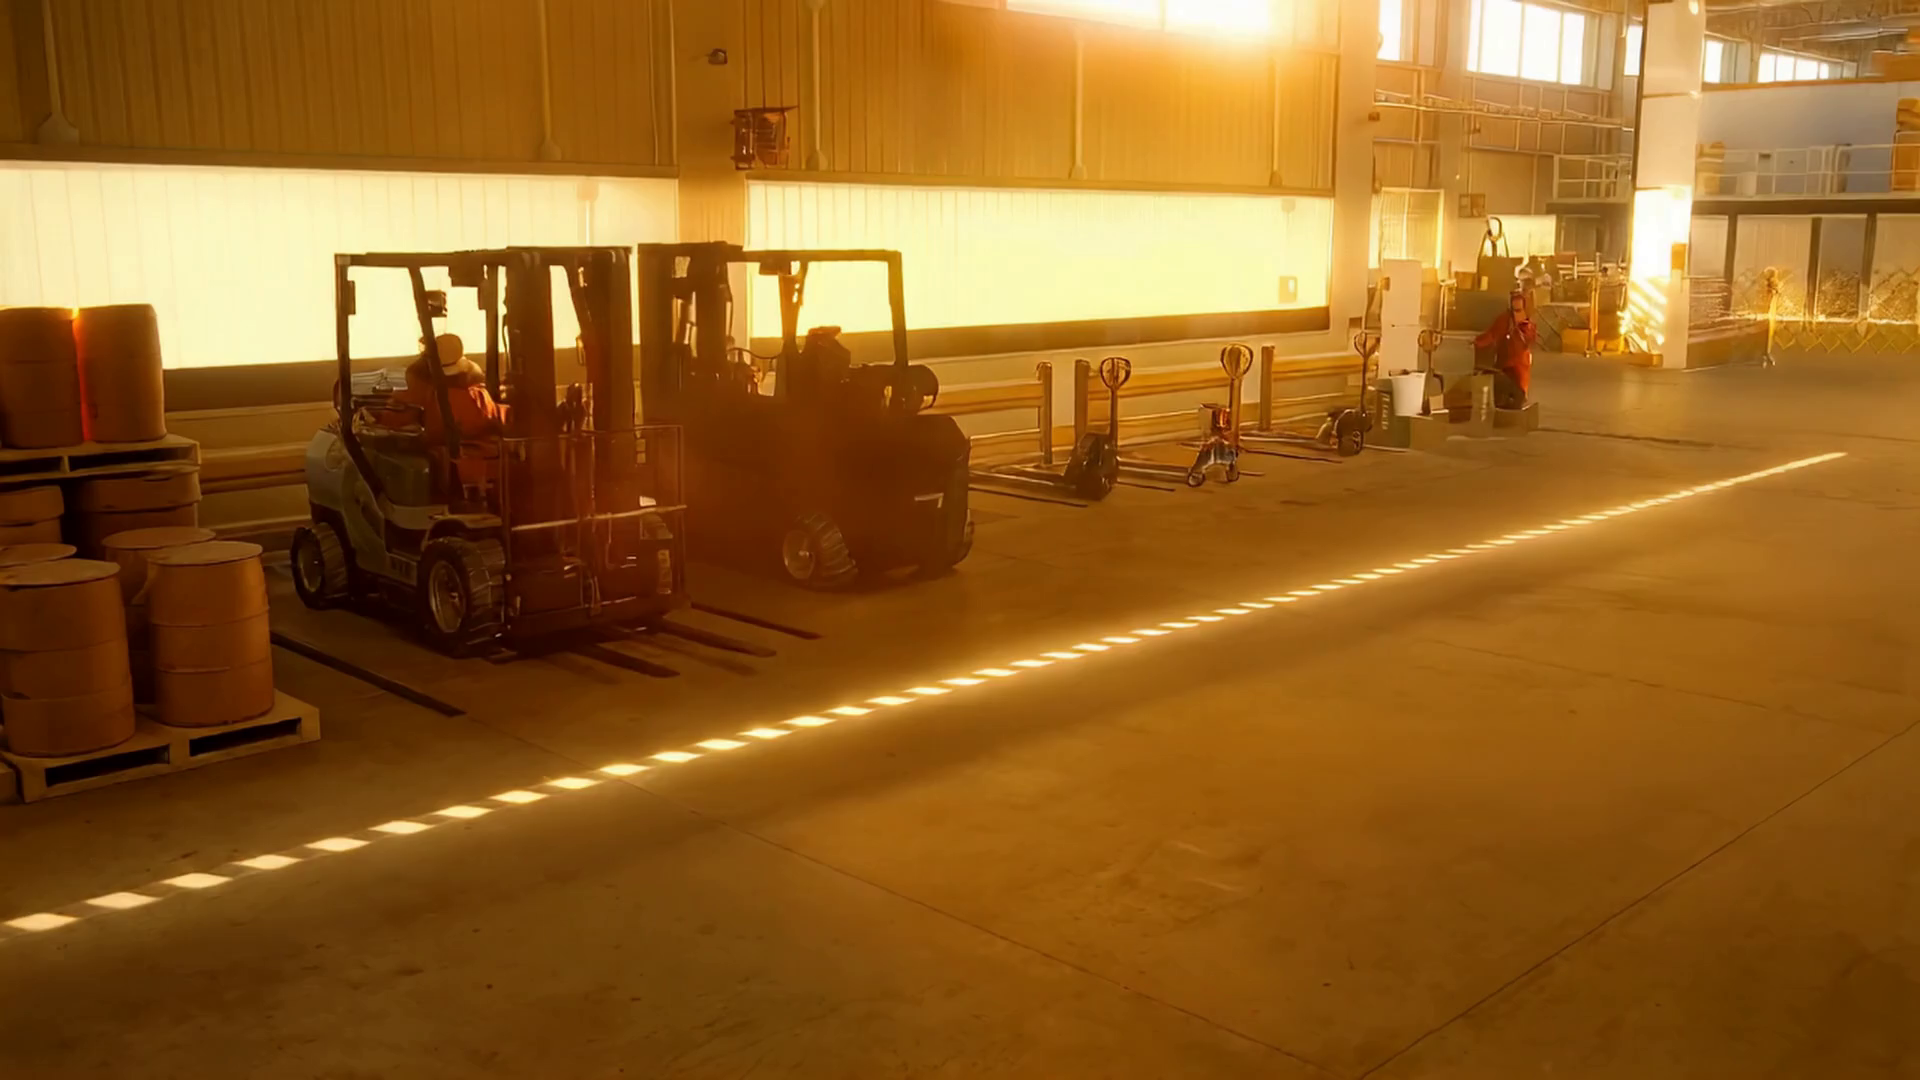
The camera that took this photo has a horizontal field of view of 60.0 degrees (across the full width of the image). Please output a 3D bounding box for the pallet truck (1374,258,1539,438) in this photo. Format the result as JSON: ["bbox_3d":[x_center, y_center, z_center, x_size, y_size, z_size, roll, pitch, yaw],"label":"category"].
[{"bbox_3d":[5.704,-2.208,18.901,1.885,1.965,0.823,10,14,43],"label":"pallet truck"}]

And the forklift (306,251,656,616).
[{"bbox_3d":[-2.833,-0.669,9.694,1.157,1.987,2.680,-10,14,-44],"label":"forklift"}]

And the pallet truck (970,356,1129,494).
[{"bbox_3d":[0.784,-1.085,14.876,0.680,1.201,1.601,-10,14,-44],"label":"pallet truck"}]

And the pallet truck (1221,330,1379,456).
[{"bbox_3d":[3.563,-1.581,17.381,0.653,1.274,1.630,-10,14,-44],"label":"pallet truck"}]

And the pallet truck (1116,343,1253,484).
[{"bbox_3d":[1.962,-1.215,15.415,1.522,1.261,0.704,10,14,43],"label":"pallet truck"}]

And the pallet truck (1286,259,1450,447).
[{"bbox_3d":[4.493,-2.078,18.196,0.823,1.965,1.885,-9,14,-40],"label":"pallet truck"}]

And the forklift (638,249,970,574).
[{"bbox_3d":[-1.173,-0.958,11.239,2.680,1.987,1.157,10,14,43],"label":"forklift"}]
